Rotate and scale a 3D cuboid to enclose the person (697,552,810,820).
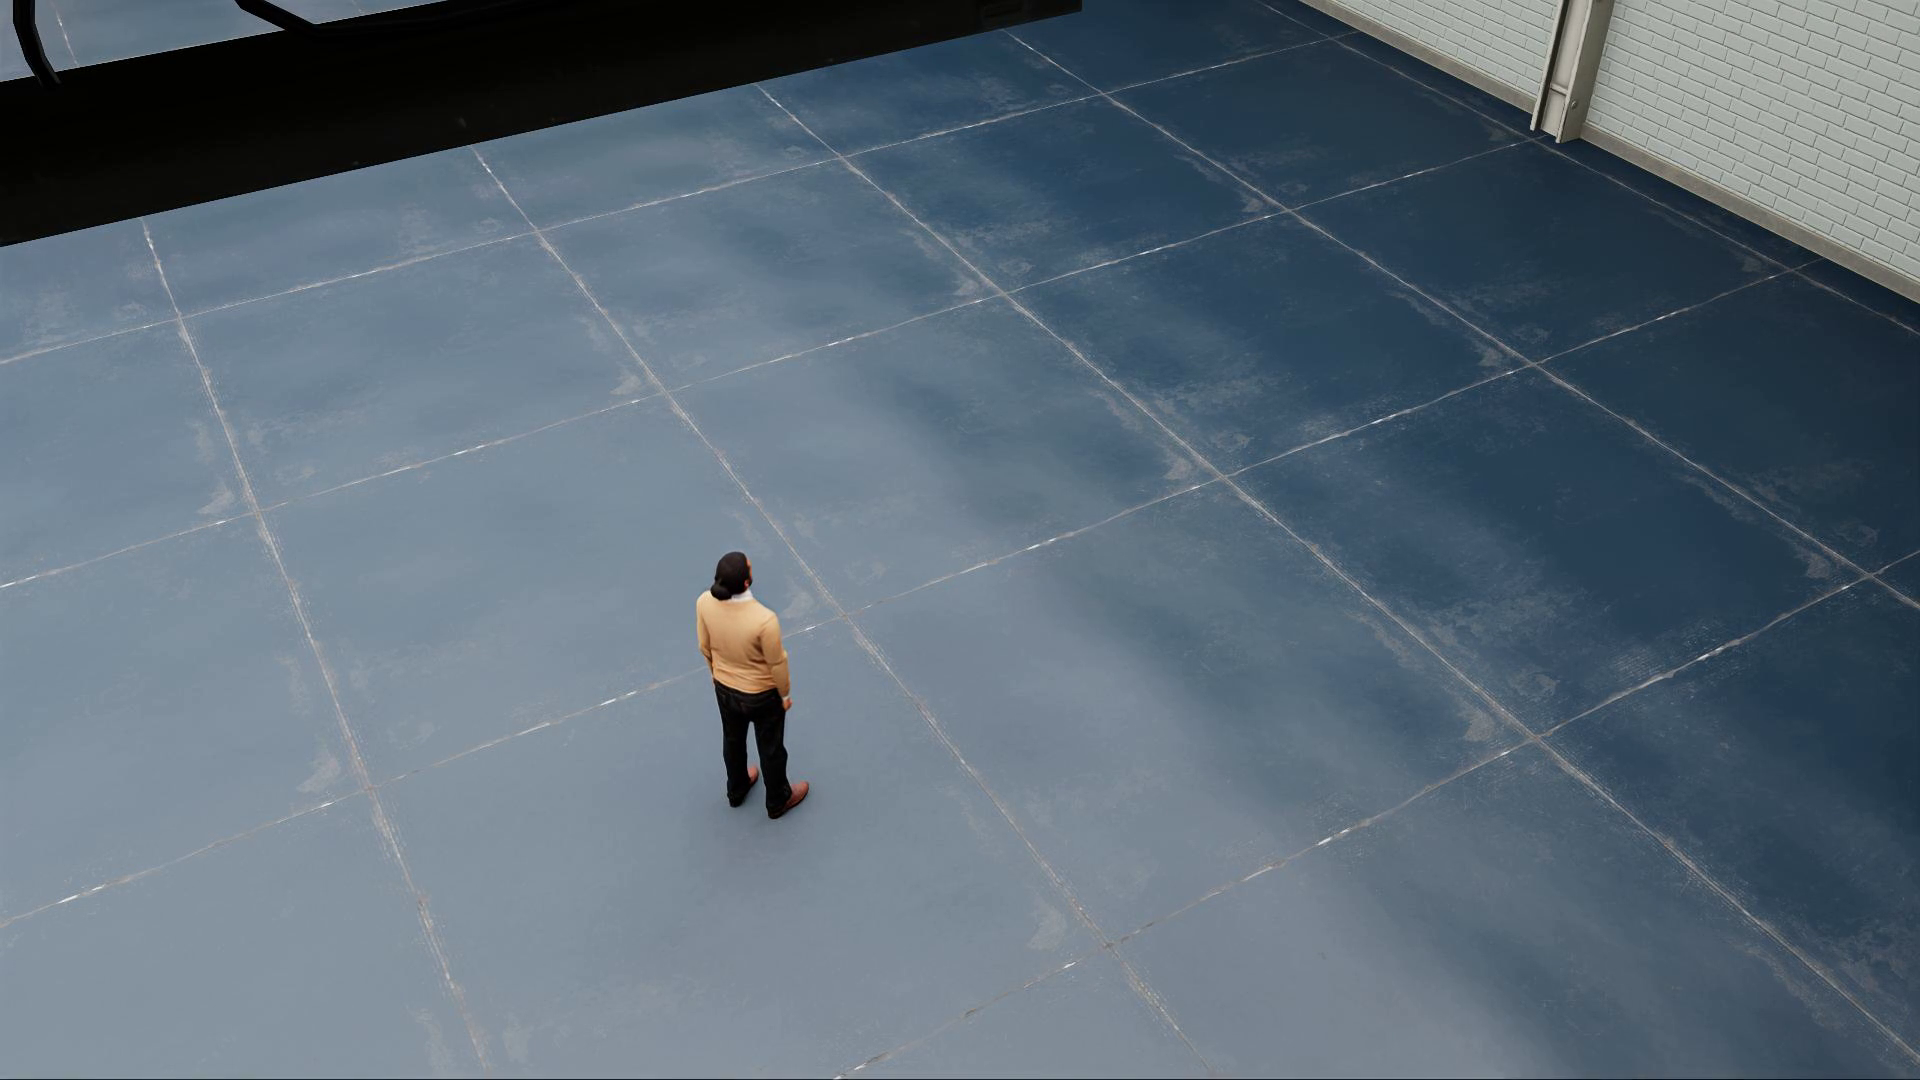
[{"bbox_3d":[-1.118,0.769,8.776,0.727,1.755,0.817,16,41,19],"label":"person"}]
